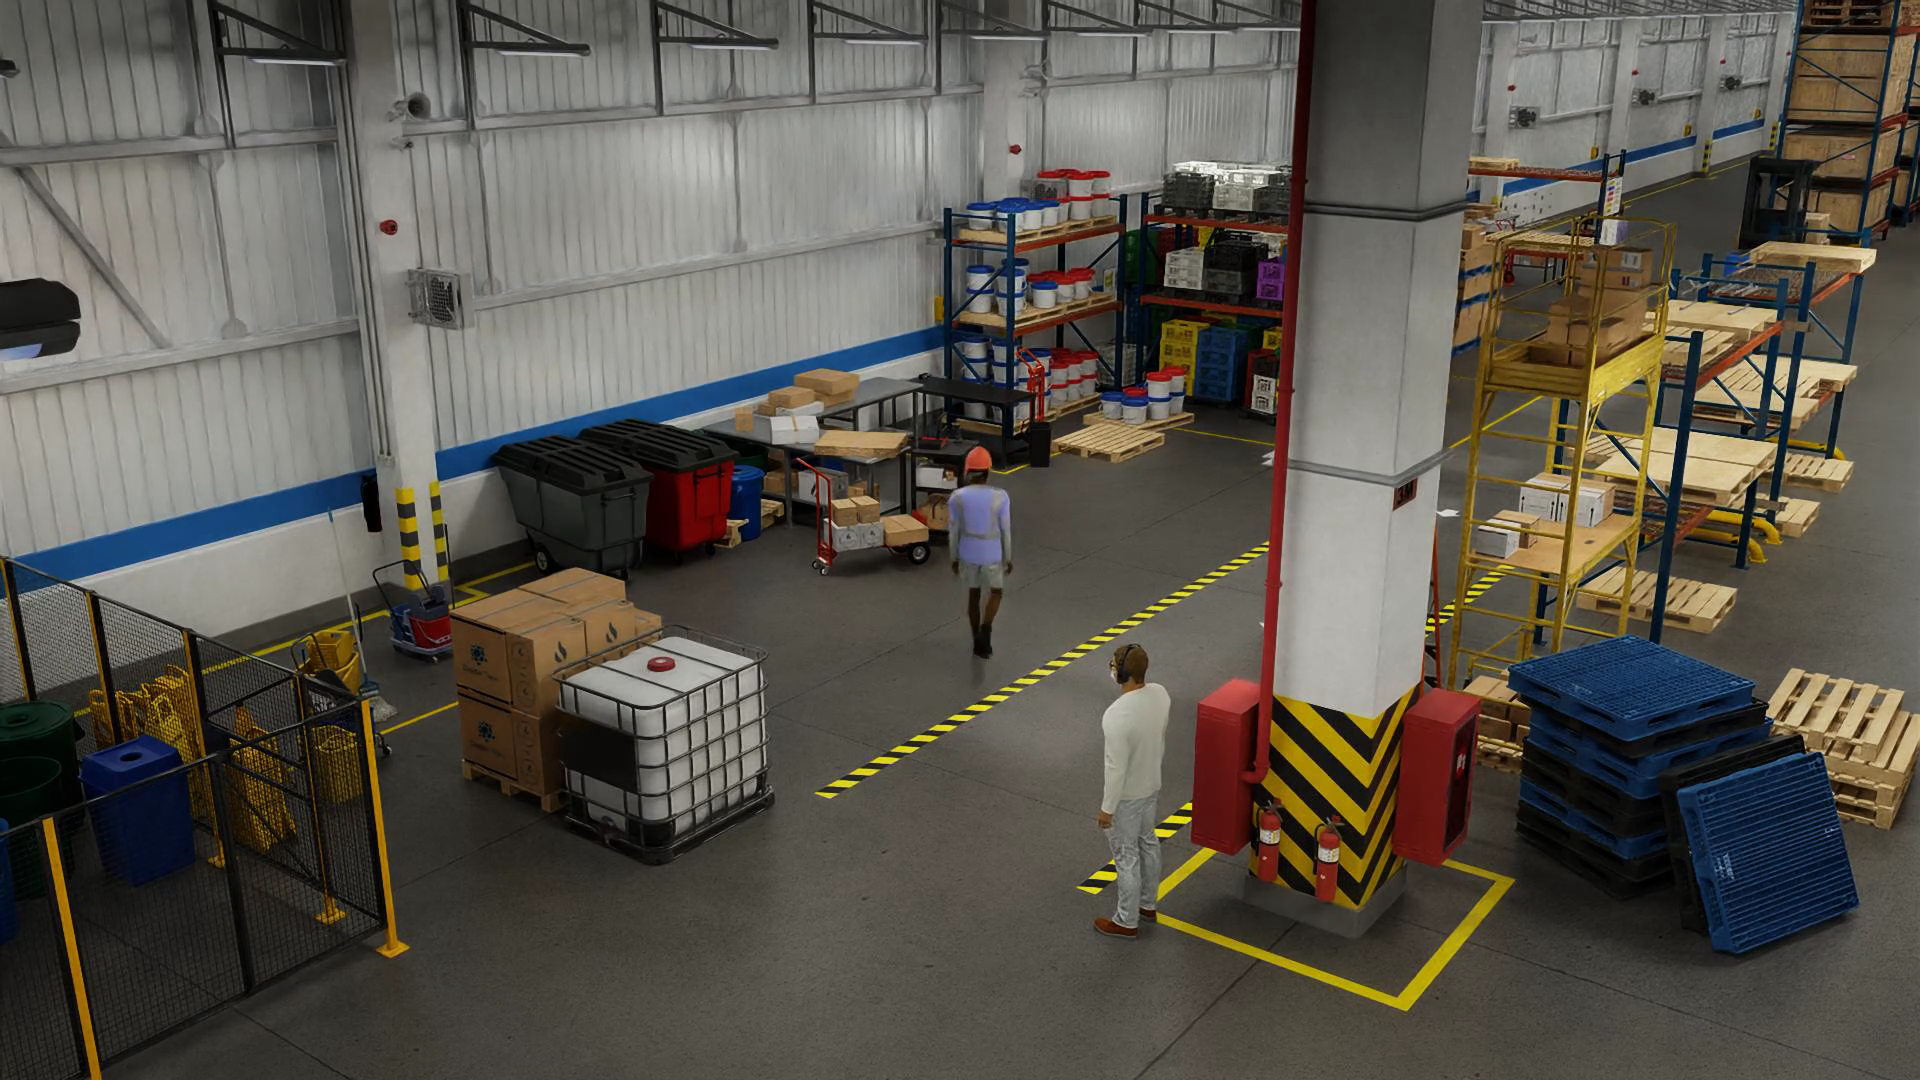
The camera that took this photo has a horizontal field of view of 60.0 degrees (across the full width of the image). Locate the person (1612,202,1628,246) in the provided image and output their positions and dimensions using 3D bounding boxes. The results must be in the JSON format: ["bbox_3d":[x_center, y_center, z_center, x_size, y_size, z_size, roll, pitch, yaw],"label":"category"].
[{"bbox_3d":[12.609,-5.519,32.007,0.350,1.935,0.634,13,22,34],"label":"person"}]

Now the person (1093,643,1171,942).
[{"bbox_3d":[1.064,1.558,10.340,0.355,1.937,0.634,13,22,34],"label":"person"}]

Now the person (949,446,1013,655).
[{"bbox_3d":[0.179,0.124,14.752,0.580,1.924,0.487,4,19,12],"label":"person"}]

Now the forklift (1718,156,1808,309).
[{"bbox_3d":[15.246,-5.800,31.369,1.129,2.768,1.873,13,22,34],"label":"forklift"}]
